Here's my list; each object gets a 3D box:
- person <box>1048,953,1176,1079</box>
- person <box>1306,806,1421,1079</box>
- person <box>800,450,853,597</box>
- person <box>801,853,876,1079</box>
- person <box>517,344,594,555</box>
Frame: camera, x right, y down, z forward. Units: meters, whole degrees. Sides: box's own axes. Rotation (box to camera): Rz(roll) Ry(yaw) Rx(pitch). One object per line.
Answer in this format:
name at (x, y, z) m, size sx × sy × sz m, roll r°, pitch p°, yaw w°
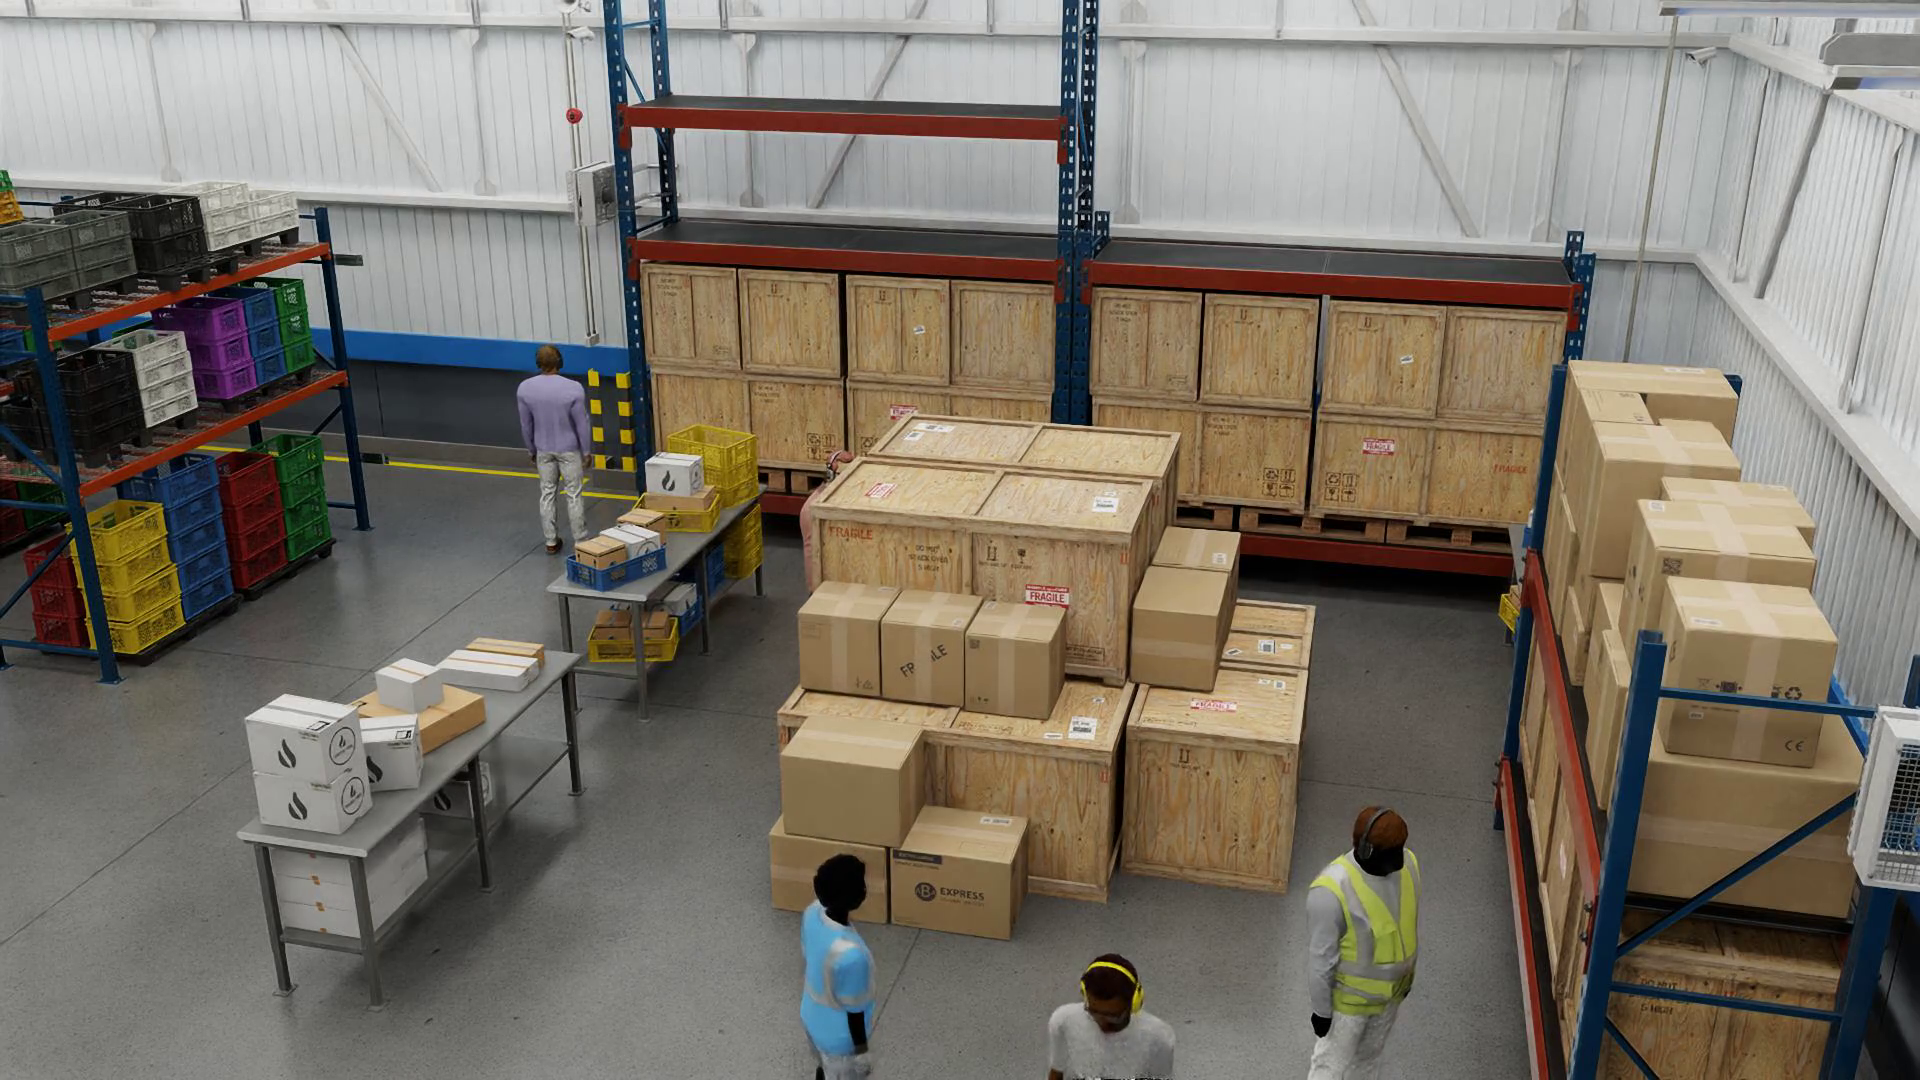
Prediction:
person at (0.586, 2.396, 6.556) m, size 0.570 × 1.844 × 0.389 m, roll 3°, pitch 21°, yaw 7°
person at (1.827, 2.027, 7.522) m, size 0.635 × 1.840 × 0.429 m, roll -15°, pitch 25°, yaw -33°
person at (-0.847, 0.255, 12.087) m, size 0.401 × 1.900 × 0.638 m, roll 18°, pitch 27°, yaw 39°
person at (-0.532, 2.153, 7.392) m, size 0.317 × 1.695 × 0.540 m, roll -9°, pitch 23°, yaw -23°
person at (-3.570, -0.799, 14.780) m, size 0.631 × 1.940 × 0.372 m, roll 2°, pitch 21°, yaw 6°
